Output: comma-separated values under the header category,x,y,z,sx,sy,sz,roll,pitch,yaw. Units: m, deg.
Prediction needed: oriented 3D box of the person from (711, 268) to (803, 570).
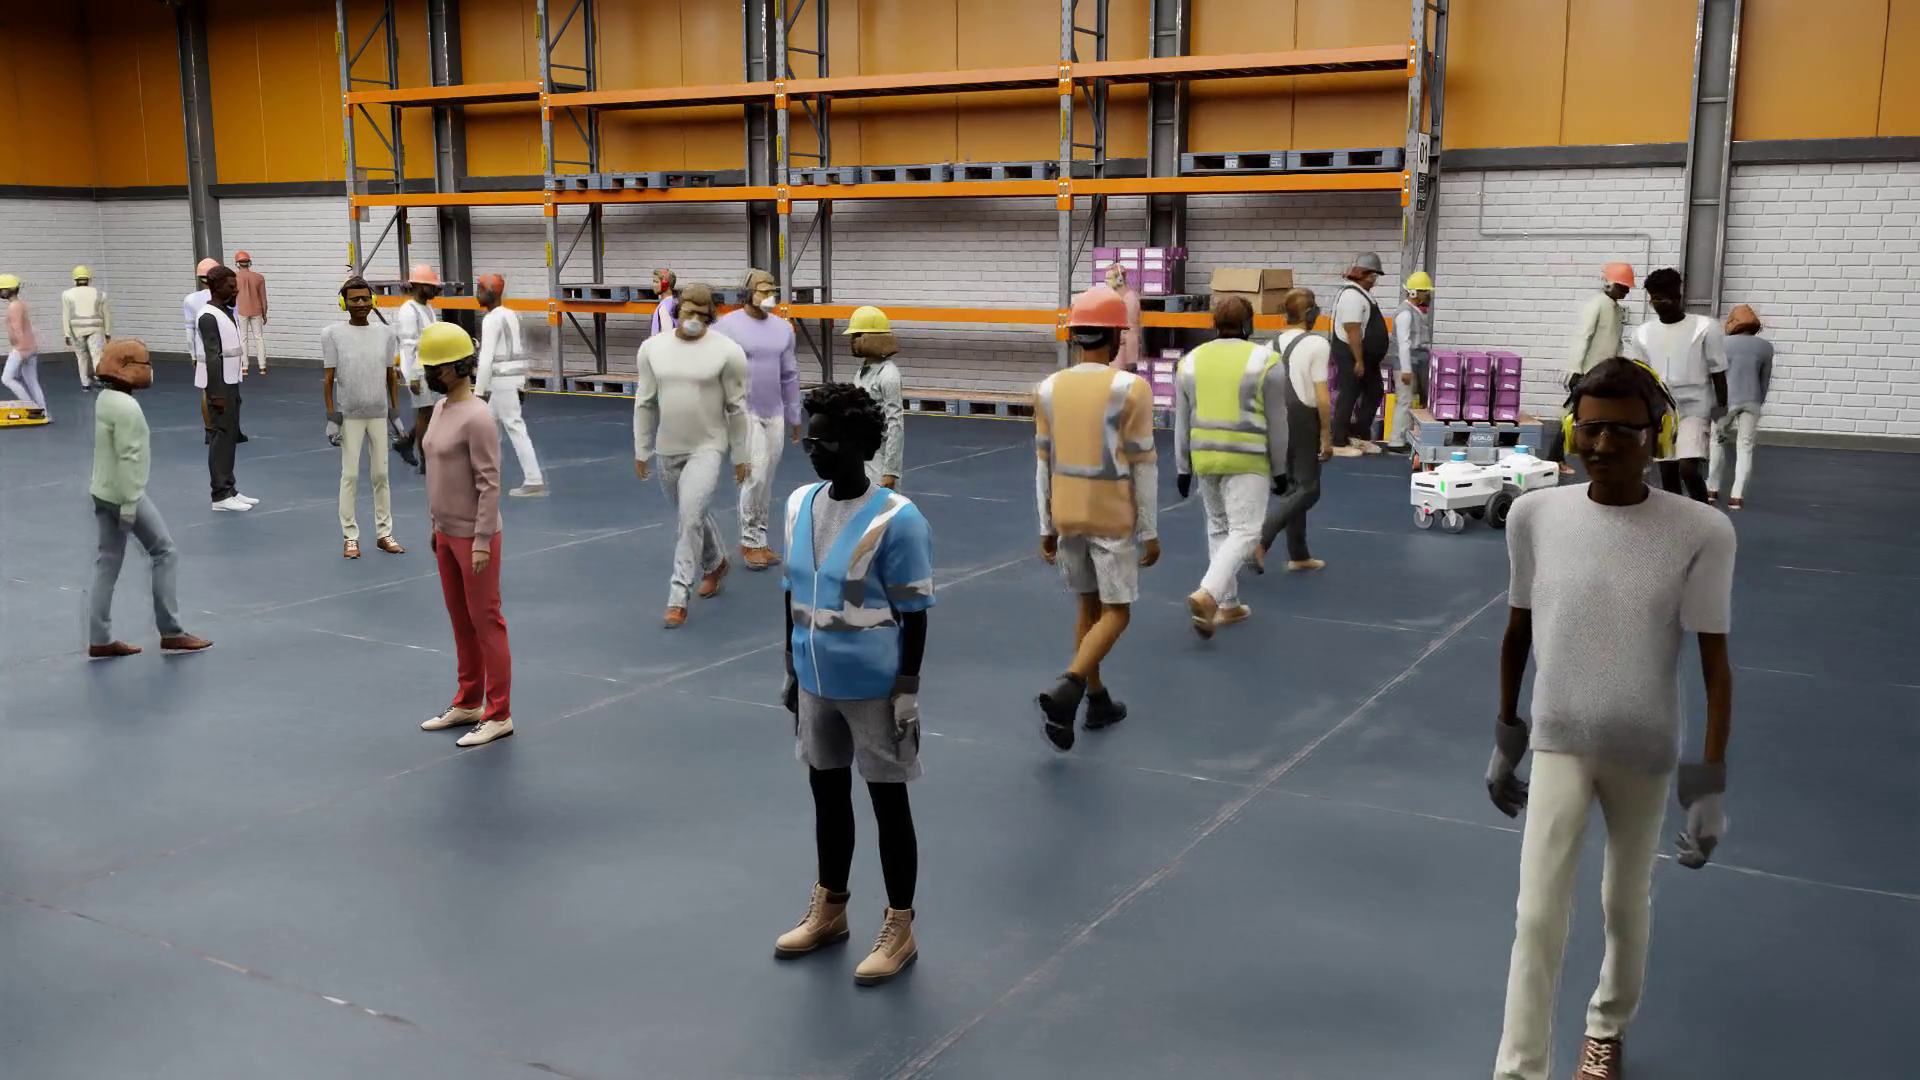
category,x,y,z,sx,sy,sz,roll,pitch,yaw
person,-1.252,-0.758,10.652,0.652,1.905,0.577,-10,14,-44

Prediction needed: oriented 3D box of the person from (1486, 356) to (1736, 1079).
category,x,y,z,sx,sy,sz,roll,pitch,yaw
person,1.431,0.512,3.733,0.553,1.809,0.957,6,12,30

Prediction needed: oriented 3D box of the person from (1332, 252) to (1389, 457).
category,x,y,z,sx,sy,sz,roll,pitch,yaw
person,3.963,-1.823,16.315,0.634,2.000,0.715,4,11,23

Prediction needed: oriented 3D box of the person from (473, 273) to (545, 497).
category,x,y,z,sx,sy,sz,roll,pitch,yaw
person,-3.880,-1.261,13.712,0.955,1.834,0.599,0,10,0

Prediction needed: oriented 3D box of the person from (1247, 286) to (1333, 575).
category,x,y,z,sx,sy,sz,roll,pitch,yaw
person,2.044,-0.656,10.335,0.680,1.828,0.529,-6,12,-30

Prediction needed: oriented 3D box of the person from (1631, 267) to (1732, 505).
category,x,y,z,sx,sy,sz,roll,pitch,yaw
person,4.734,-0.832,11.024,0.503,1.929,0.668,-9,13,-41

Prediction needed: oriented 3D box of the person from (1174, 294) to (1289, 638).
category,x,y,z,sx,sy,sz,roll,pitch,yaw
person,1.402,-0.391,8.829,0.613,1.821,0.800,8,13,38

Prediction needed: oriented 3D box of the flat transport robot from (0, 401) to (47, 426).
category,x,y,z,sx,sy,sz,roll,pitch,yaw
flat transport robot,-11.124,-1.490,19.441,0.652,0.197,1.431,-7,12,-33

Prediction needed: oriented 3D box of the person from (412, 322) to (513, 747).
category,x,y,z,sx,sy,sz,roll,pitch,yaw
person,-2.085,-0.024,6.933,0.321,1.761,0.522,-8,13,-40

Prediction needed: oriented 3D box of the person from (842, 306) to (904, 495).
category,x,y,z,sx,sy,sz,roll,pitch,yaw
person,-0.478,-0.412,9.172,0.323,1.742,0.492,-5,11,-24

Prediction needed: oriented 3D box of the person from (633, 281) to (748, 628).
category,x,y,z,sx,sy,sz,roll,pitch,yaw
person,-1.476,-0.515,9.373,0.639,1.891,1.011,2,10,13

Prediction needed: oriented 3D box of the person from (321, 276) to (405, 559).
category,x,y,z,sx,sy,sz,roll,pitch,yaw
person,-3.975,-0.818,11.110,0.514,1.872,0.328,-8,13,-37

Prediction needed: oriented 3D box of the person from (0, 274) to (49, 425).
category,x,y,z,sx,sy,sz,roll,pitch,yaw
person,-10.812,-2.179,19.166,0.461,1.753,0.520,-3,10,-15

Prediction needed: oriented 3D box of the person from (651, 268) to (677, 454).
category,x,y,z,sx,sy,sz,roll,pitch,yaw
person,-2.899,-1.781,16.621,0.390,1.850,0.565,0,10,-1

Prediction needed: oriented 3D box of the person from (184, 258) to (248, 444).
category,x,y,z,sx,sy,sz,roll,pitch,yaw
person,-7.798,-1.970,17.429,0.544,1.942,0.347,-1,10,-8

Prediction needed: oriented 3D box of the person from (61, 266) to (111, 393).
category,x,y,z,sx,sy,sz,roll,pitch,yaw
person,-12.319,-2.965,23.482,0.598,1.802,0.894,-6,12,-30

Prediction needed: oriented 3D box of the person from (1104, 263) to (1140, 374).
category,x,y,z,sx,sy,sz,roll,pitch,yaw
person,1.618,-1.899,17.187,0.421,1.892,0.656,-1,10,-6

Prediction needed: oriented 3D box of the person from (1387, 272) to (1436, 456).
category,x,y,z,sx,sy,sz,roll,pitch,yaw
person,4.468,-1.737,16.491,0.445,1.816,0.599,5,11,28

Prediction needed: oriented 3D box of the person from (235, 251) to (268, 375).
category,x,y,z,sx,sy,sz,roll,pitch,yaw
person,-11.498,-3.660,26.853,0.611,1.994,0.379,-7,12,-36

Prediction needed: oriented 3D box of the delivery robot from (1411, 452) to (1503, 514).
category,x,y,z,sx,sy,sz,roll,pitch,yaw
delivery robot,3.647,-0.401,12.205,0.707,0.478,0.477,-6,12,-33

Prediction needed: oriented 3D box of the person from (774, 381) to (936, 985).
category,x,y,z,sx,sy,sz,roll,pitch,yaw
person,-0.305,0.401,4.697,0.537,1.695,0.320,8,13,39

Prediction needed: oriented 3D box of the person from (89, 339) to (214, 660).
category,x,y,z,sx,sy,sz,roll,pitch,yaw
person,-4.129,-0.203,8.385,0.668,1.606,0.502,-10,14,-44

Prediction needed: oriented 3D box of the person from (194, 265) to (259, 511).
category,x,y,z,sx,sy,sz,roll,pitch,yaw
person,-5.805,-1.191,13.089,0.375,1.915,0.598,-2,10,-12

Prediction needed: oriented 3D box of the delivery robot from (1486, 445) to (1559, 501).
category,x,y,z,sx,sy,sz,roll,pitch,yaw
delivery robot,4.255,-0.475,12.624,0.477,0.478,0.707,9,14,42

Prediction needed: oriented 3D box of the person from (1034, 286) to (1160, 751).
category,x,y,z,sx,sy,sz,roll,pitch,yaw
person,0.515,-0.082,6.856,0.548,1.912,0.789,7,12,36

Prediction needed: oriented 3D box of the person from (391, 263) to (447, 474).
category,x,y,z,sx,sy,sz,roll,pitch,yaw
person,-4.905,-1.537,15.059,0.539,1.919,0.550,1,10,8

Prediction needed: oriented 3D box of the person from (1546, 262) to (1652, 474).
category,x,y,z,sx,sy,sz,roll,pitch,yaw
person,5.731,-1.515,14.913,0.966,1.928,0.639,8,13,38

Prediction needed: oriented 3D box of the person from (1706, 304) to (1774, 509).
category,x,y,z,sx,sy,sz,roll,pitch,yaw
person,6.175,-1.061,13.279,0.515,1.579,0.701,1,10,5
